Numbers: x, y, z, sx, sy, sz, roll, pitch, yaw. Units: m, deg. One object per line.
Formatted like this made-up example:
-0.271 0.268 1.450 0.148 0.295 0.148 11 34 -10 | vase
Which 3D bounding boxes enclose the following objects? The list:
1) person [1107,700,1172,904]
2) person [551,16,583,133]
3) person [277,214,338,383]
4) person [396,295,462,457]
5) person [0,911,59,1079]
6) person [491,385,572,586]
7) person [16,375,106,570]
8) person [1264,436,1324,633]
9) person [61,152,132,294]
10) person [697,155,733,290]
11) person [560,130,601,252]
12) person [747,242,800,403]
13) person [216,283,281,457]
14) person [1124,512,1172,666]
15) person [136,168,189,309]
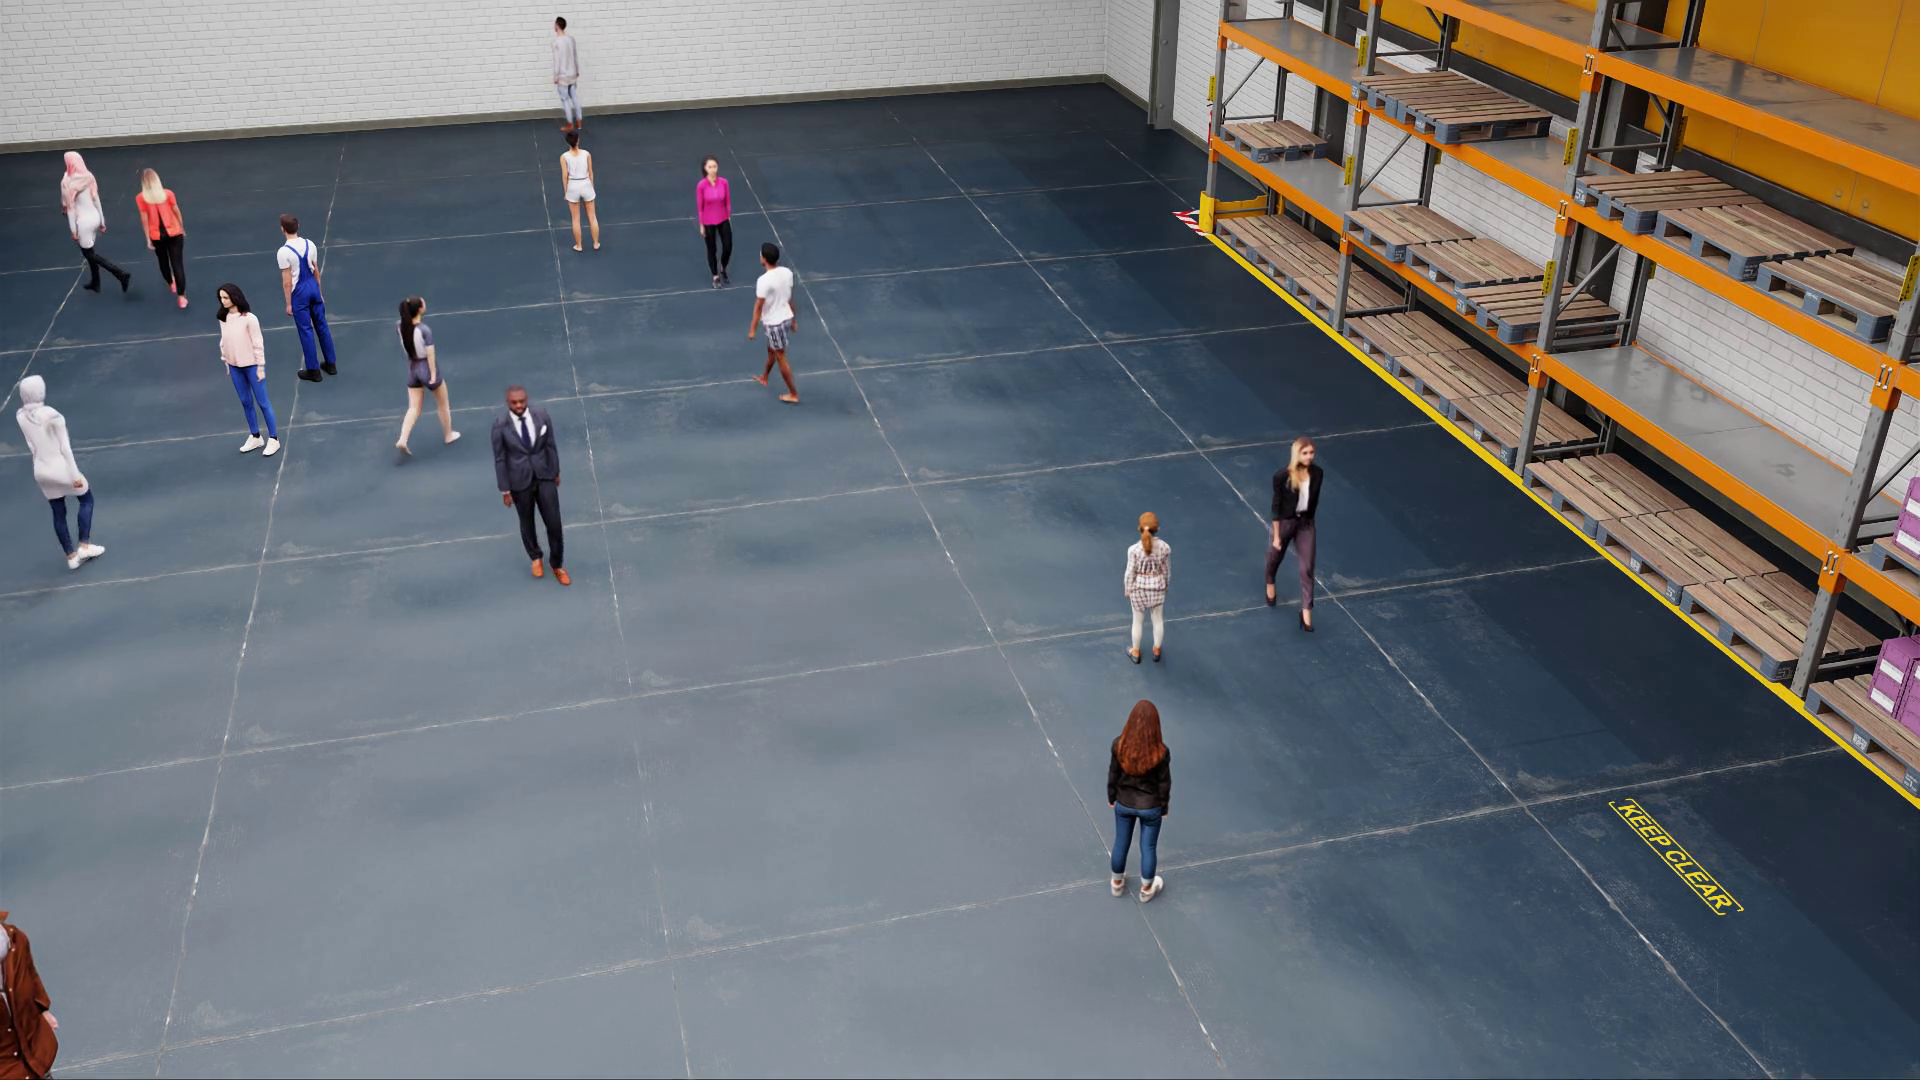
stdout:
1.137 1.662 10.588 0.635 1.482 0.657 9 30 15 | person
-6.455 -7.638 27.264 0.793 1.839 0.752 18 33 29 | person
-7.139 -2.651 18.111 0.768 1.850 0.721 18 33 29 | person
-5.368 -1.602 16.428 0.957 1.620 1.074 11 31 20 | person
-4.910 2.582 8.529 0.910 1.839 0.847 15 32 25 | person
-3.708 -0.527 14.268 0.802 1.801 0.882 -13 31 -23 | person
-7.834 -0.539 14.325 0.734 1.767 0.738 6 29 11 | person
2.685 -0.107 13.675 0.663 1.631 1.051 -5 29 -8 | person
-10.625 -3.837 20.356 1.042 1.781 1.079 10 30 17 | person
-3.071 -3.969 20.696 0.609 1.689 0.619 -11 30 -18 | person
-5.025 -4.633 21.971 0.582 1.632 0.530 -10 30 -18 | person
-1.869 -2.255 17.542 1.107 1.699 1.027 17 33 28 | person
-7.052 -1.702 16.456 0.729 1.769 0.742 10 30 17 | person
1.481 0.375 13.127 0.554 1.310 0.519 -4 29 -7 | person
-9.580 -3.608 20.079 0.645 1.646 1.144 -10 30 -17 | person
